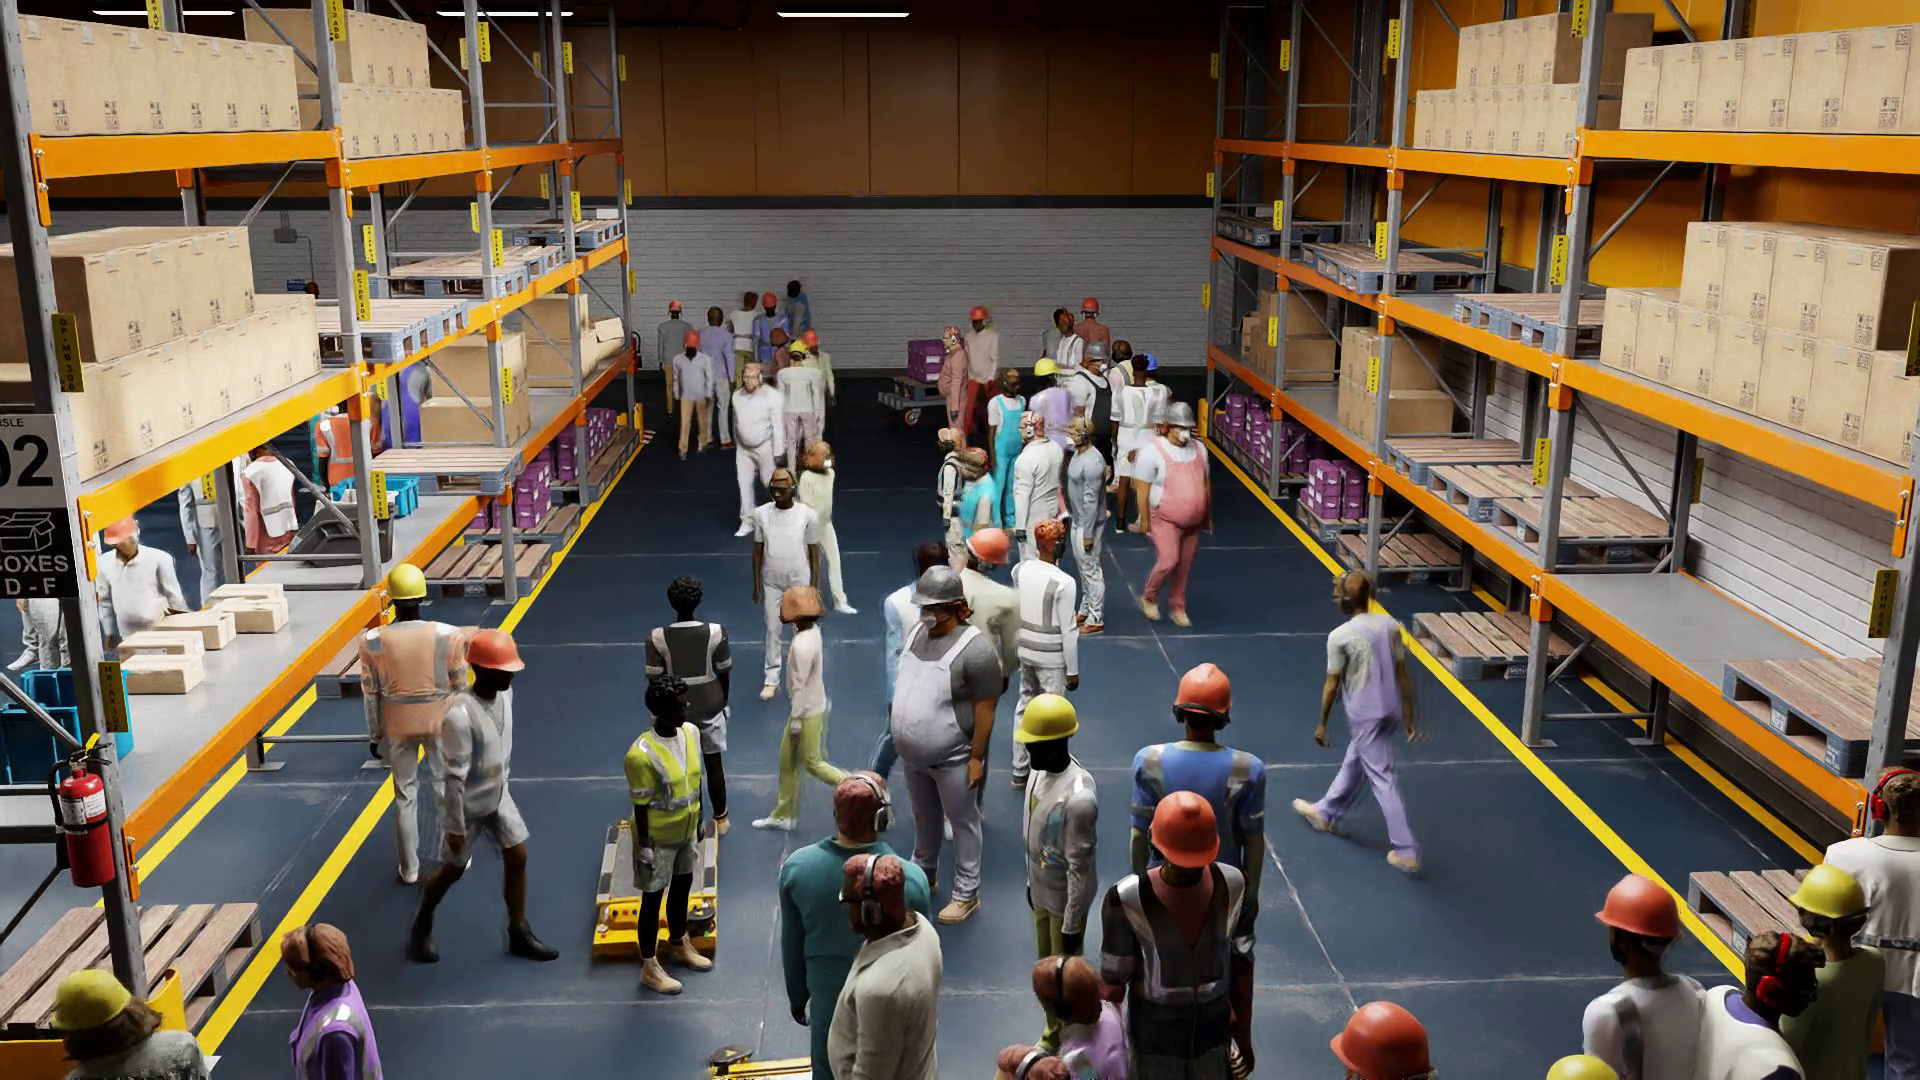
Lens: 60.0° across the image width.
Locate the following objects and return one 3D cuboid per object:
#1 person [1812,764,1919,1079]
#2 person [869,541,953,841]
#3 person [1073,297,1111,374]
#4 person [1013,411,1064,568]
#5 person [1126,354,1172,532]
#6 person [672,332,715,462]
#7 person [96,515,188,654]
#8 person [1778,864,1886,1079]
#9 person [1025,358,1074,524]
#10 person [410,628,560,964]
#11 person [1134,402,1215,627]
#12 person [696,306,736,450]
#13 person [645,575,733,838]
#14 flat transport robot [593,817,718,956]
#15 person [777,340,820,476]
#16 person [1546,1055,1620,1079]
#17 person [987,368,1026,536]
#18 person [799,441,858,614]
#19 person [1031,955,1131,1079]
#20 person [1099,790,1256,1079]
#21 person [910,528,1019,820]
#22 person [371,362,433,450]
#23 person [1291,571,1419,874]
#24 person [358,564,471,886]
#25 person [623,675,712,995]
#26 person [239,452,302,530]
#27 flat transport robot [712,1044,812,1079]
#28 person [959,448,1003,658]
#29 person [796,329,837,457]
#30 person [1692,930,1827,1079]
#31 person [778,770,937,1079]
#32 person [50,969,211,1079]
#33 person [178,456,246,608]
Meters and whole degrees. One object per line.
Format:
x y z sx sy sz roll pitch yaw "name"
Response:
3.832 1.839 6.914 0.561 1.836 0.395 4 15 15 "person"
-0.271 0.893 10.553 0.605 1.880 0.950 -9 17 -31 "person"
1.802 -2.366 23.095 0.613 1.997 0.374 5 15 20 "person"
0.661 -0.211 14.840 0.400 1.900 0.648 10 17 33 "person"
2.033 -1.046 18.013 0.400 1.943 0.612 13 20 42 "person"
-3.511 -1.914 21.942 0.590 1.695 0.925 0 14 0 "person"
-5.870 0.617 11.934 0.576 1.721 0.451 1 14 3 "person"
3.186 2.051 6.226 0.525 1.762 0.339 -7 16 -26 "person"
0.951 -1.009 17.933 0.624 1.909 0.415 -12 19 -40 "person"
-2.621 1.349 8.777 0.847 1.887 0.564 5 15 19 "person"
1.927 -0.227 14.609 0.688 2.000 0.539 -8 16 -28 "person"
-3.306 -2.192 22.525 0.635 1.937 0.353 7 16 26 "person"
-1.668 1.050 10.282 0.536 1.697 0.322 -4 15 -14 "person"
-1.729 1.952 9.583 0.652 0.197 1.431 -2 15 -8 "flat transport robot"
-1.976 -1.561 20.395 0.530 1.767 0.328 -1 14 -5 "person"
1.706 2.340 4.757 0.585 1.928 0.369 2 14 7 "person"
0.509 -0.918 17.717 0.516 1.842 0.328 -12 19 -40 "person"
-1.351 -0.133 15.151 0.854 1.596 0.503 10 17 35 "person"
0.446 2.219 5.867 0.400 1.617 0.557 6 15 21 "person"
0.834 1.891 6.324 0.613 2.031 0.402 -3 15 -13 "person"
0.036 0.865 10.541 0.663 1.937 0.413 1 14 4 "person"
-6.362 -1.381 19.140 0.703 2.000 0.540 -3 15 -10 "person"
2.449 1.073 10.070 0.511 1.760 1.047 -9 17 -33 "person"
-3.156 1.077 9.708 0.594 1.930 0.354 -4 15 -14 "person"
-1.498 1.495 8.555 0.321 1.689 0.529 9 17 31 "person"
-7.713 -0.955 18.020 0.914 1.780 0.571 4 15 17 "person"
-0.715 2.589 7.085 0.652 0.197 1.431 -2 14 -9 "flat transport robot"
0.183 0.093 13.847 0.386 1.806 0.672 -1 14 -4 "person"
-1.923 -1.913 21.850 0.470 1.731 0.543 10 17 34 "person"
2.600 2.168 5.613 0.393 1.837 0.564 1 14 2 "person"
-0.389 1.847 6.739 0.652 1.904 0.402 4 15 17 "person"
-2.741 2.217 5.658 0.565 1.711 0.519 -13 19 -42 "person"
-6.444 -0.103 14.394 0.386 1.904 0.603 9 17 32 "person"
